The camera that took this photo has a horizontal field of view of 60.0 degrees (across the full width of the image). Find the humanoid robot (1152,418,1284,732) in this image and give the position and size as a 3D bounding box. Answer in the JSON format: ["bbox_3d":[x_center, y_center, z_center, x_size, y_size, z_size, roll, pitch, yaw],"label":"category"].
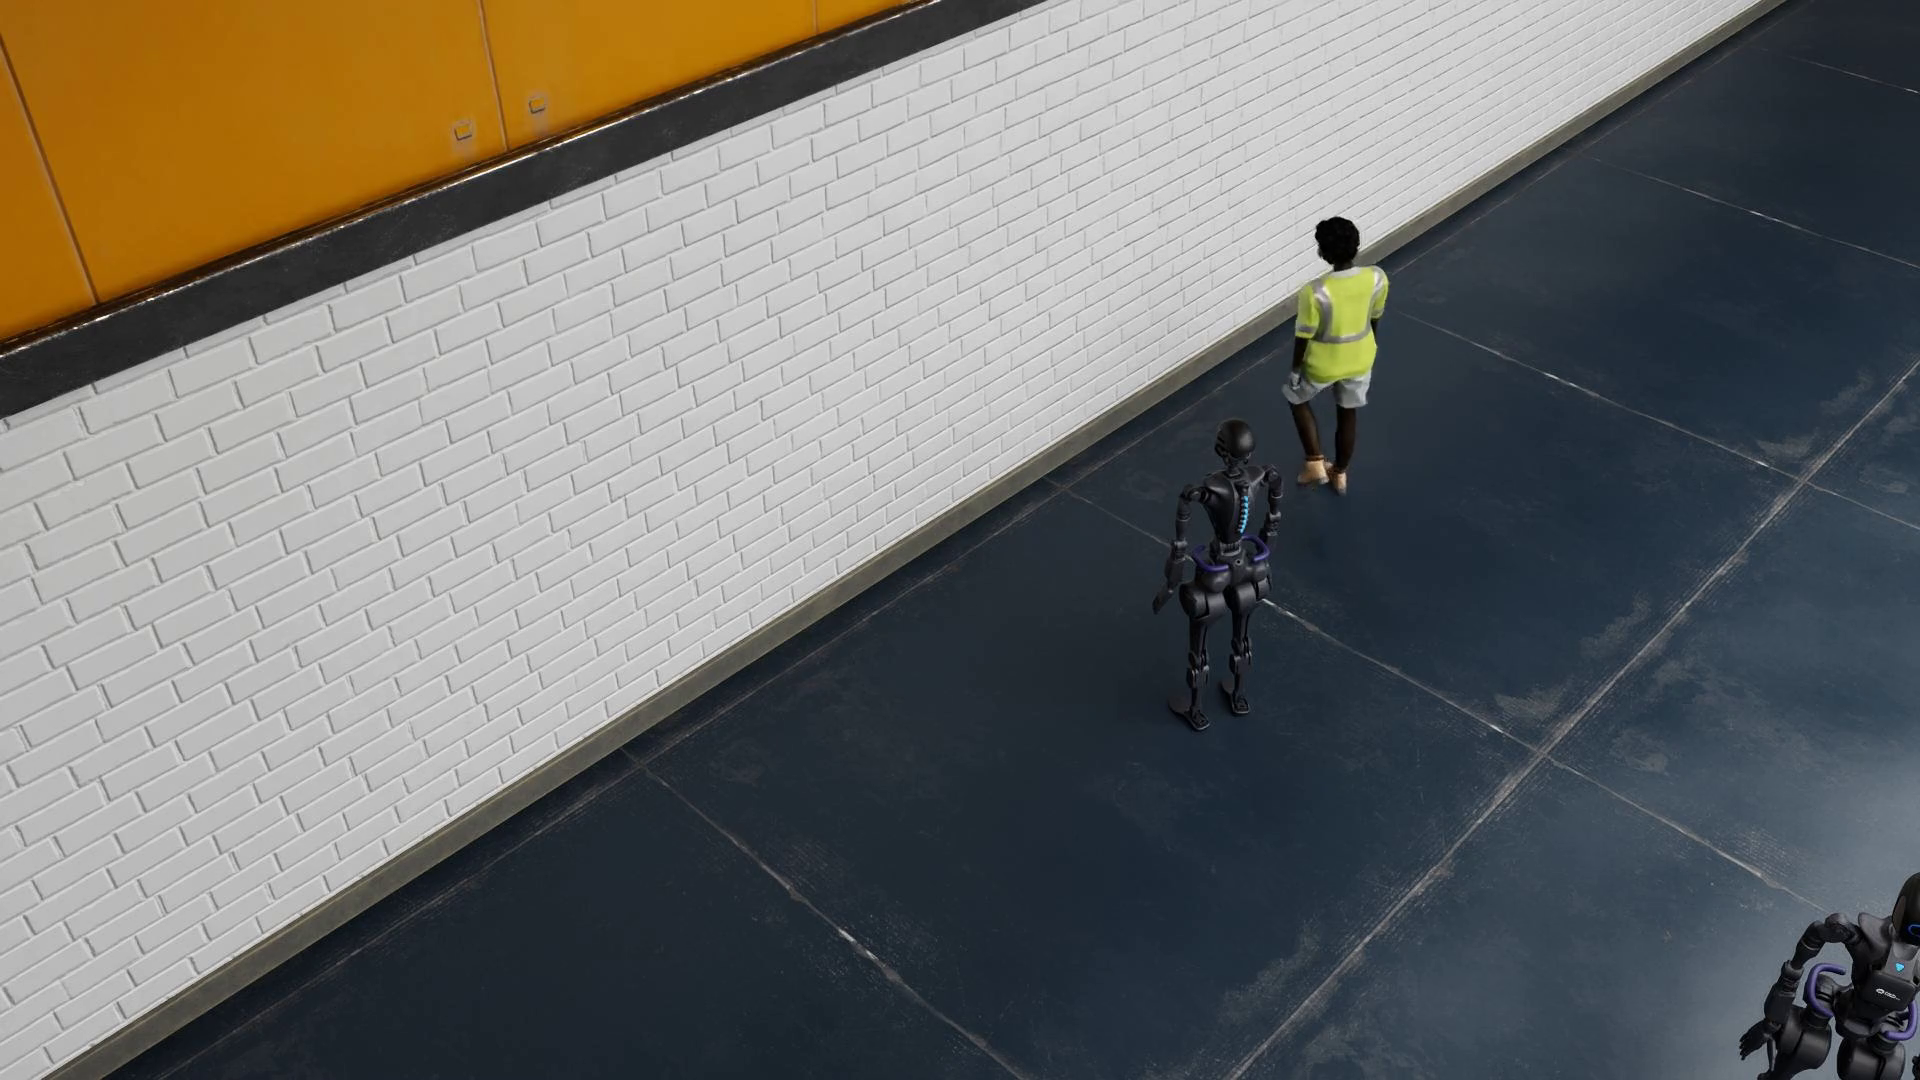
[{"bbox_3d":[1.186,0.161,7.580,0.599,1.657,0.315,-13,41,-16],"label":"humanoid robot"}]

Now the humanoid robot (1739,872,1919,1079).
[{"bbox_3d":[3.020,1.701,5.654,0.599,1.657,0.315,17,42,20],"label":"humanoid robot"}]

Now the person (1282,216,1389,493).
[{"bbox_3d":[2.017,-0.973,9.000,0.556,1.680,0.372,-9,39,-11],"label":"person"}]
